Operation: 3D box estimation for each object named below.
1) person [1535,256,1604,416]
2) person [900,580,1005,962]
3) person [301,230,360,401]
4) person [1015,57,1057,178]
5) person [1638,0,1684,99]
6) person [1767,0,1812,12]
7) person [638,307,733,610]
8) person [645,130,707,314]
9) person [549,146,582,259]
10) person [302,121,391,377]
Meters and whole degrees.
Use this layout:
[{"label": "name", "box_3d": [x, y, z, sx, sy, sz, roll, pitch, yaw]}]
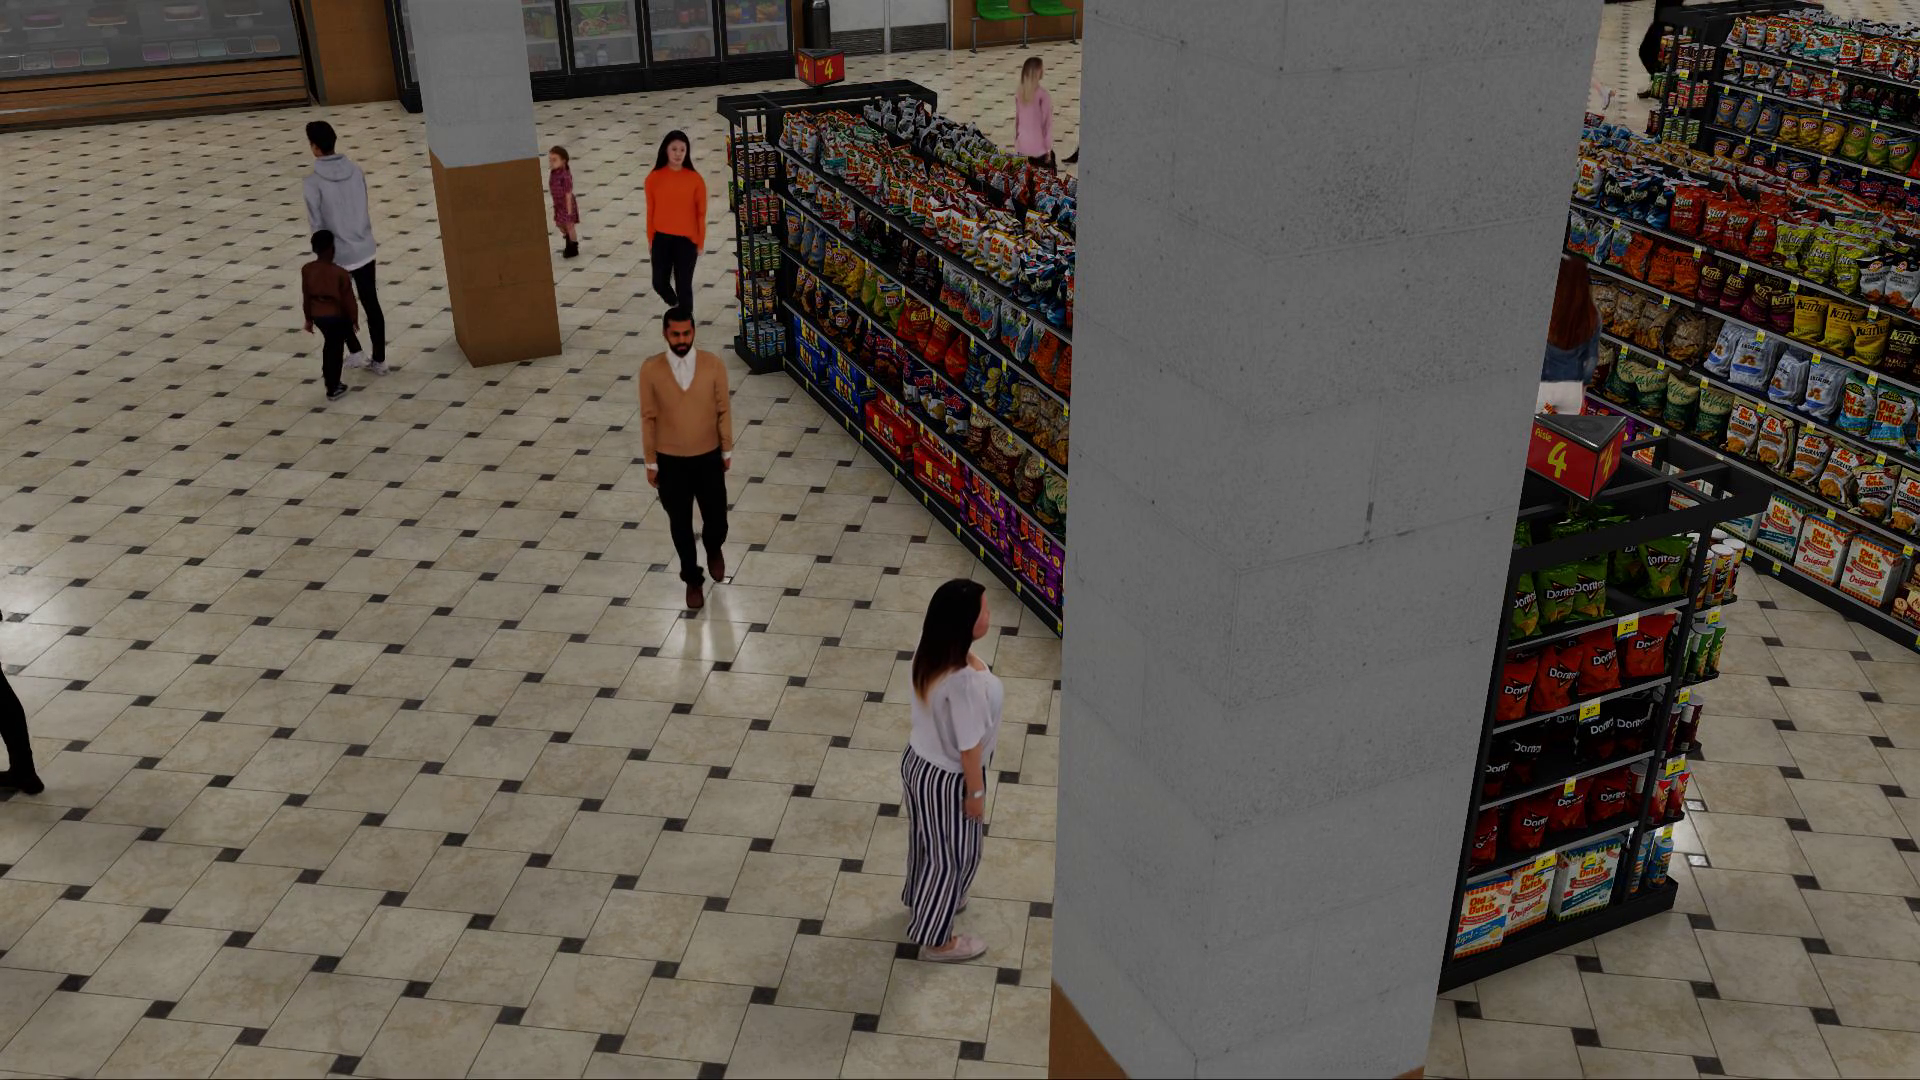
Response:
[{"label": "person", "box_3d": [3.618, -0.892, 10.116, 0.686, 1.702, 0.678, 1, 27, 2]}, {"label": "person", "box_3d": [-0.050, 0.903, 6.607, 0.764, 1.673, 0.624, -8, 28, -16]}, {"label": "person", "box_3d": [-4.586, -1.594, 12.016, 0.615, 1.236, 0.647, 3, 27, 7]}, {"label": "person", "box_3d": [0.642, -3.644, 15.566, 0.781, 1.680, 0.695, -23, 35, -37]}, {"label": "person", "box_3d": [8.971, -6.476, 20.927, 0.897, 1.883, 0.850, 11, 29, 21]}, {"label": "person", "box_3d": [9.991, -6.011, 20.138, 0.772, 1.767, 0.855, 19, 32, 32]}, {"label": "person", "box_3d": [-1.524, -0.485, 9.270, 0.748, 1.741, 0.827, -5, 27, -10]}, {"label": "person", "box_3d": [-2.183, -2.316, 12.894, 0.814, 1.730, 0.900, 2, 27, 4]}, {"label": "person", "box_3d": [-3.588, -3.105, 15.237, 0.484, 1.017, 0.560, 17, 31, 30]}, {"label": "person", "box_3d": [-4.464, -2.118, 12.302, 0.776, 1.911, 0.795, 23, 35, 37]}]
